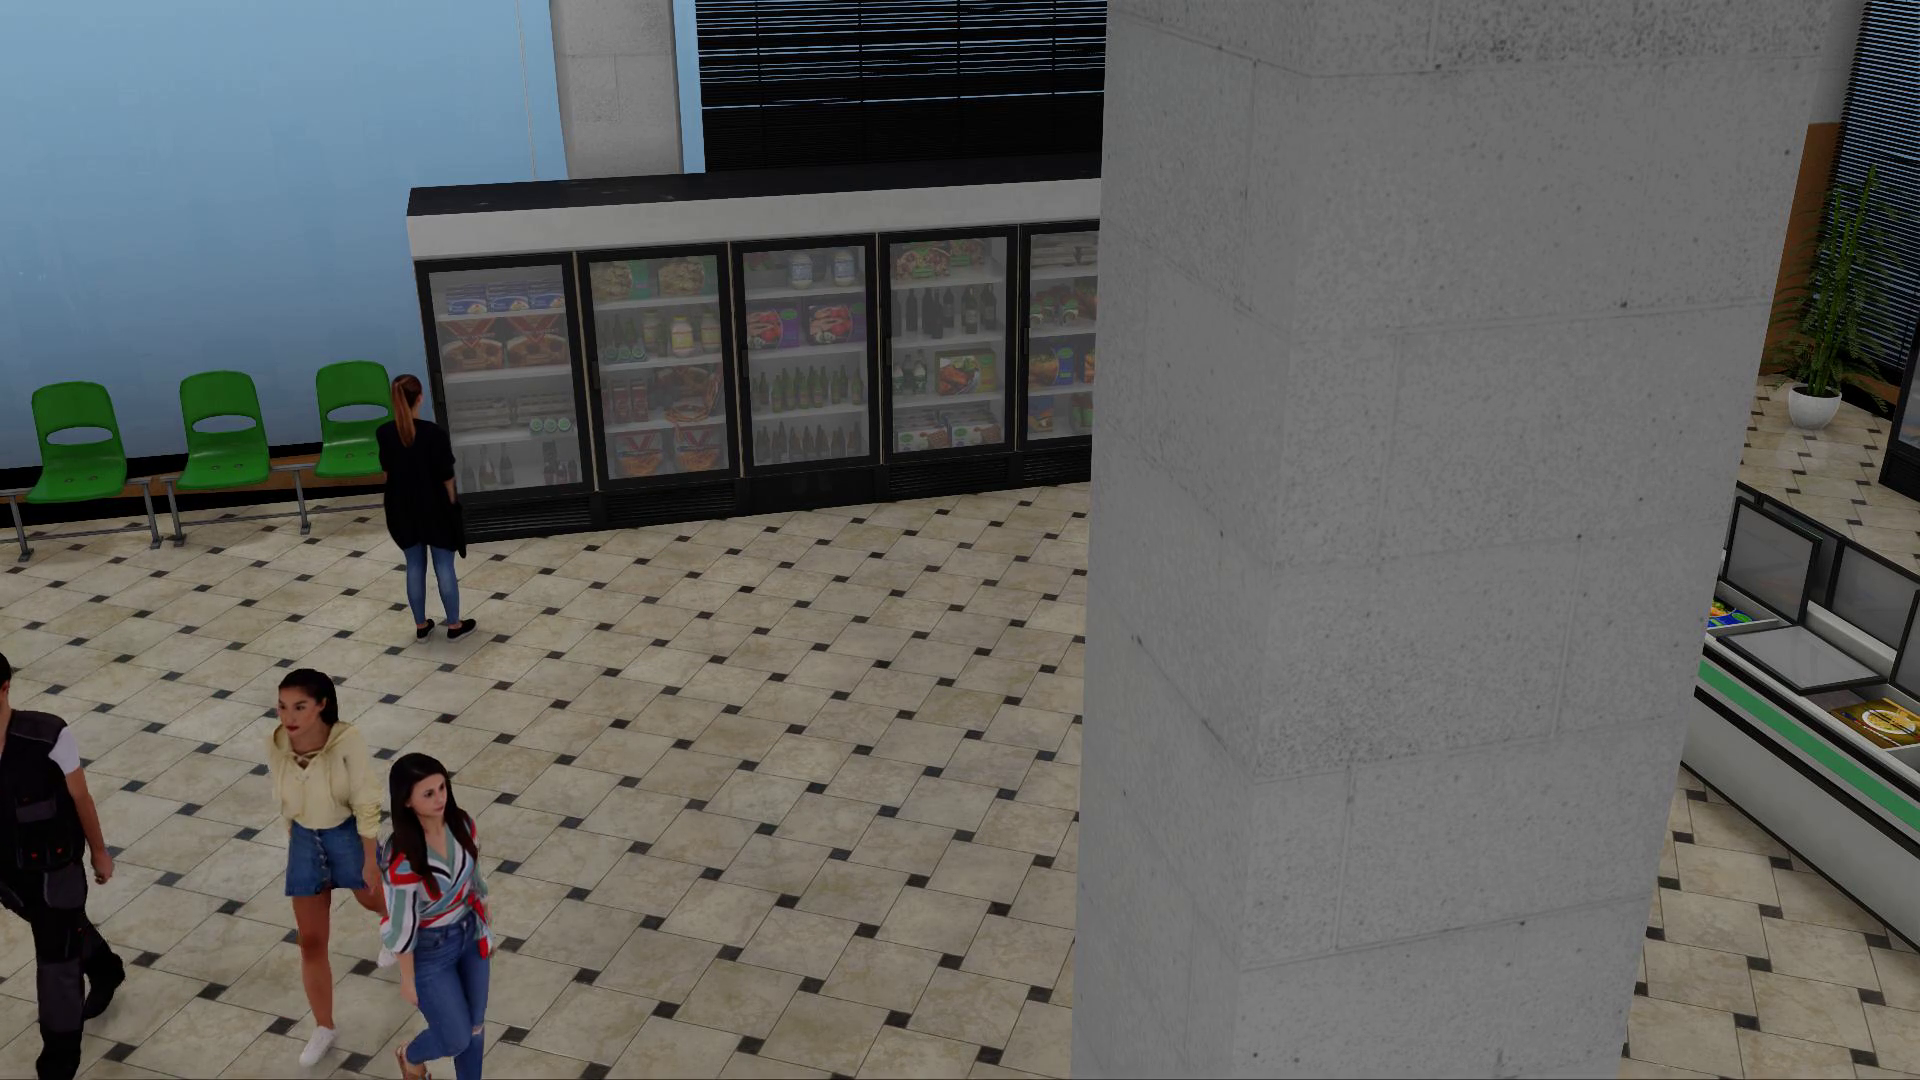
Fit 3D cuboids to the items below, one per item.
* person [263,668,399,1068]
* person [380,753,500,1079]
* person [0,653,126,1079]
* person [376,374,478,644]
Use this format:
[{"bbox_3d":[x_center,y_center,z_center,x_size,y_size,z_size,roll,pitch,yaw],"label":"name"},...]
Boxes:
[{"bbox_3d":[-2.507,1.231,6.799,0.891,1.596,1.204,2,24,4],"label":"person"},{"bbox_3d":[-1.976,1.496,6.181,0.869,1.606,0.812,12,26,25],"label":"person"},{"bbox_3d":[-3.602,1.229,6.550,0.859,1.799,1.238,-1,24,-2],"label":"person"},{"bbox_3d":[-3.205,-0.180,9.916,0.709,1.683,0.697,3,24,7],"label":"person"}]
